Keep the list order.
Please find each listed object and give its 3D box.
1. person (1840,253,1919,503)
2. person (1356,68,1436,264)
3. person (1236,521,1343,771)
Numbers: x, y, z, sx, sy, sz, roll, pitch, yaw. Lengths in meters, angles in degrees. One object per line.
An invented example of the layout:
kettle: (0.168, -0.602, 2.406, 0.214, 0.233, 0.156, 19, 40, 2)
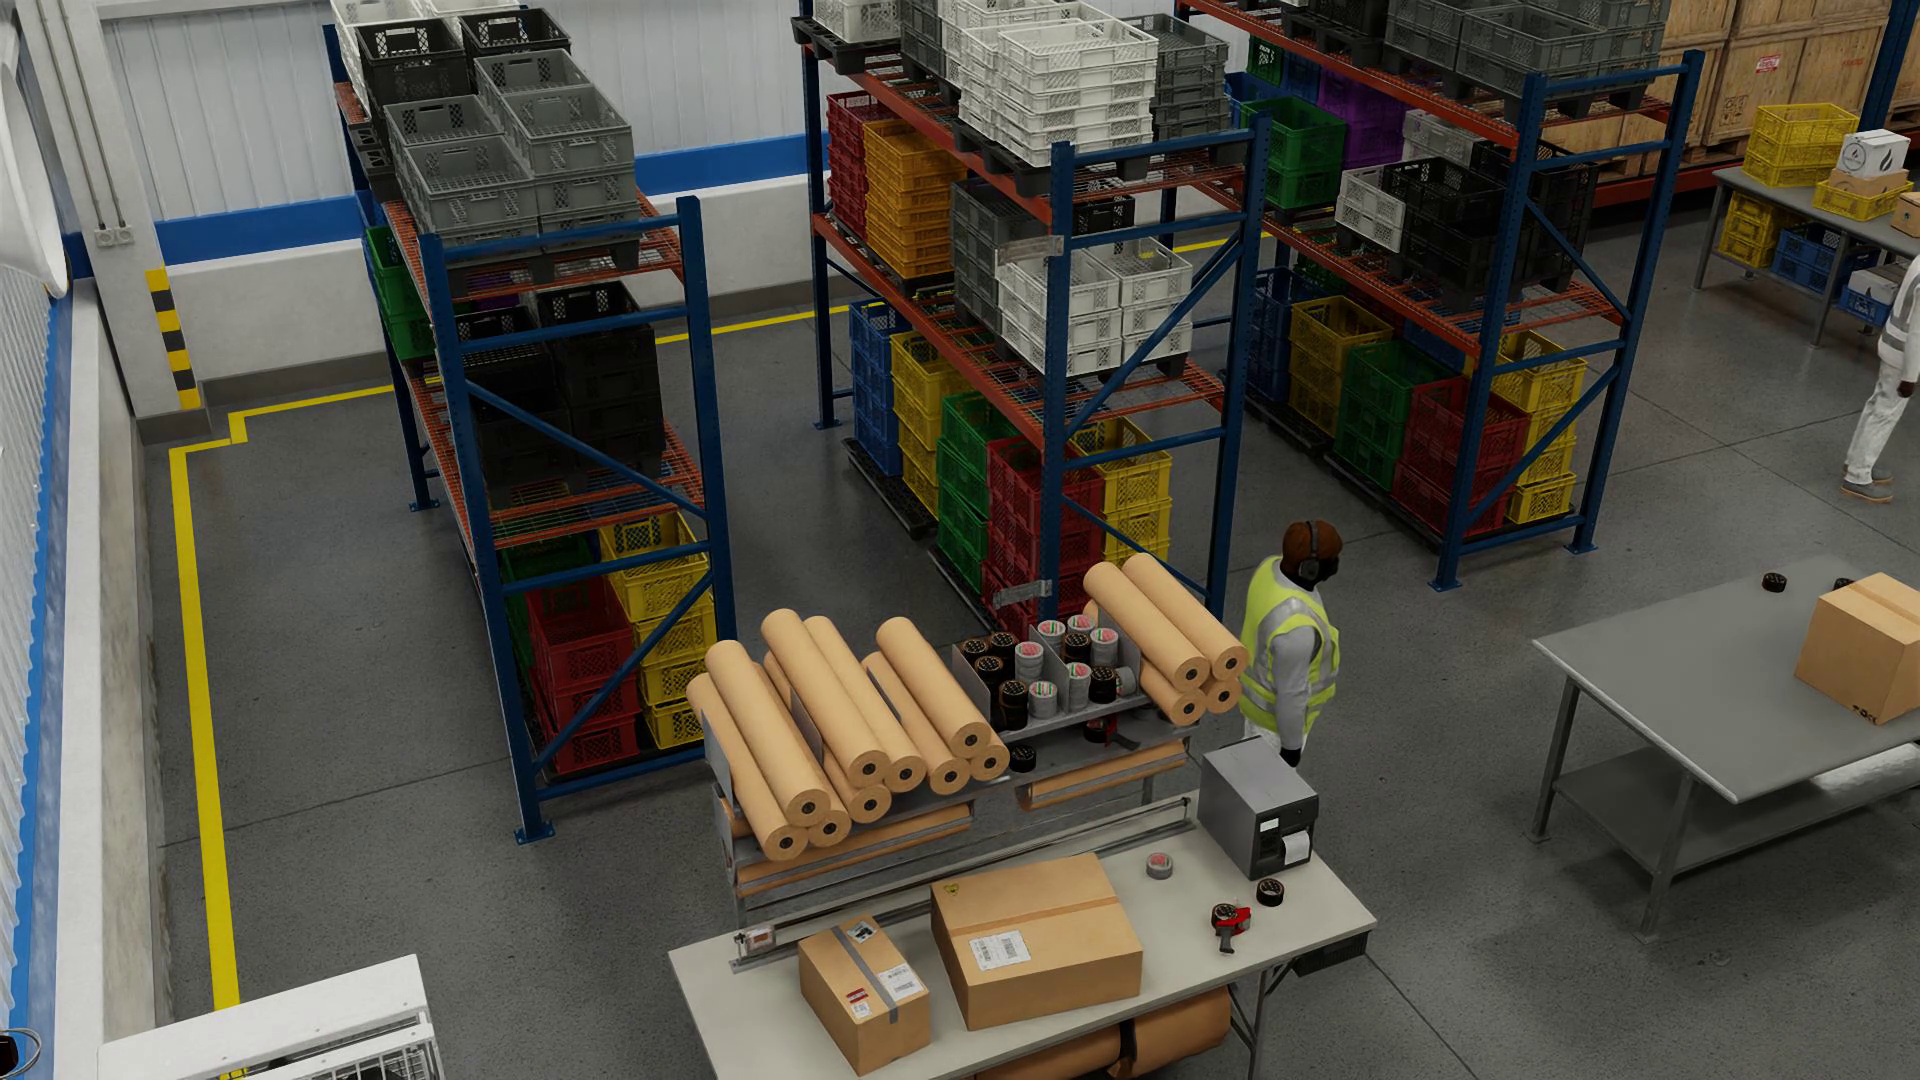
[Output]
person: (5.846, -1.133, 10.272, 0.343, 1.878, 0.580, 13, 34, 20)
person: (3.379, -2.916, 13.101, 0.635, 1.938, 0.361, 1, 32, 2)
person: (1.420, 0.715, 7.308, 0.430, 1.836, 0.630, 0, 32, 0)
